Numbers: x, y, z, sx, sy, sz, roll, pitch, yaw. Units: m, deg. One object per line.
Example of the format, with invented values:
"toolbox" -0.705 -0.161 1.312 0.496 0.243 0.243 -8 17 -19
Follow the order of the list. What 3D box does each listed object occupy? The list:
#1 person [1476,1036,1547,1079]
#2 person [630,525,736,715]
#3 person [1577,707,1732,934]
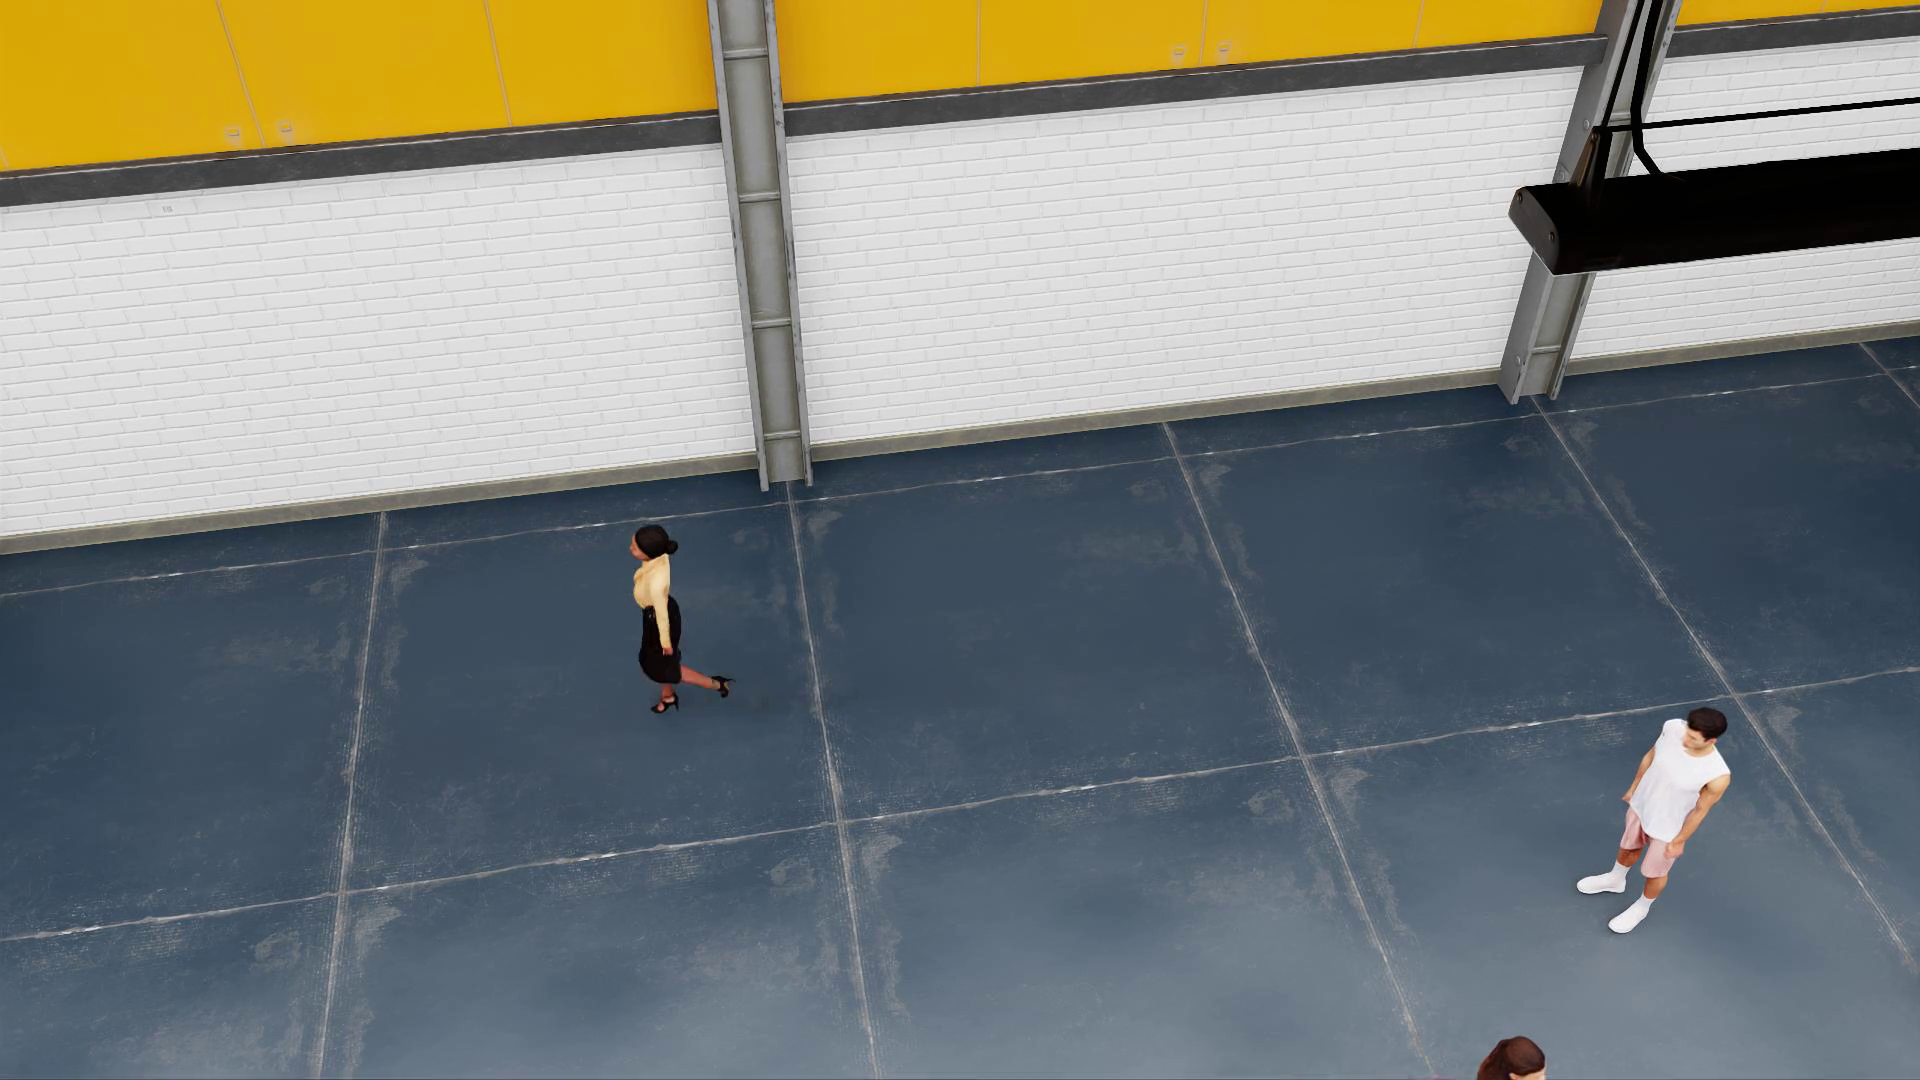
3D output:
"person" 2.488 2.796 8.121 1.072 1.522 0.941 21 47 21
"person" -1.797 0.533 10.412 0.811 1.638 0.602 -4 44 -4
"person" 3.932 1.522 9.268 0.624 1.784 0.672 -14 45 -14
